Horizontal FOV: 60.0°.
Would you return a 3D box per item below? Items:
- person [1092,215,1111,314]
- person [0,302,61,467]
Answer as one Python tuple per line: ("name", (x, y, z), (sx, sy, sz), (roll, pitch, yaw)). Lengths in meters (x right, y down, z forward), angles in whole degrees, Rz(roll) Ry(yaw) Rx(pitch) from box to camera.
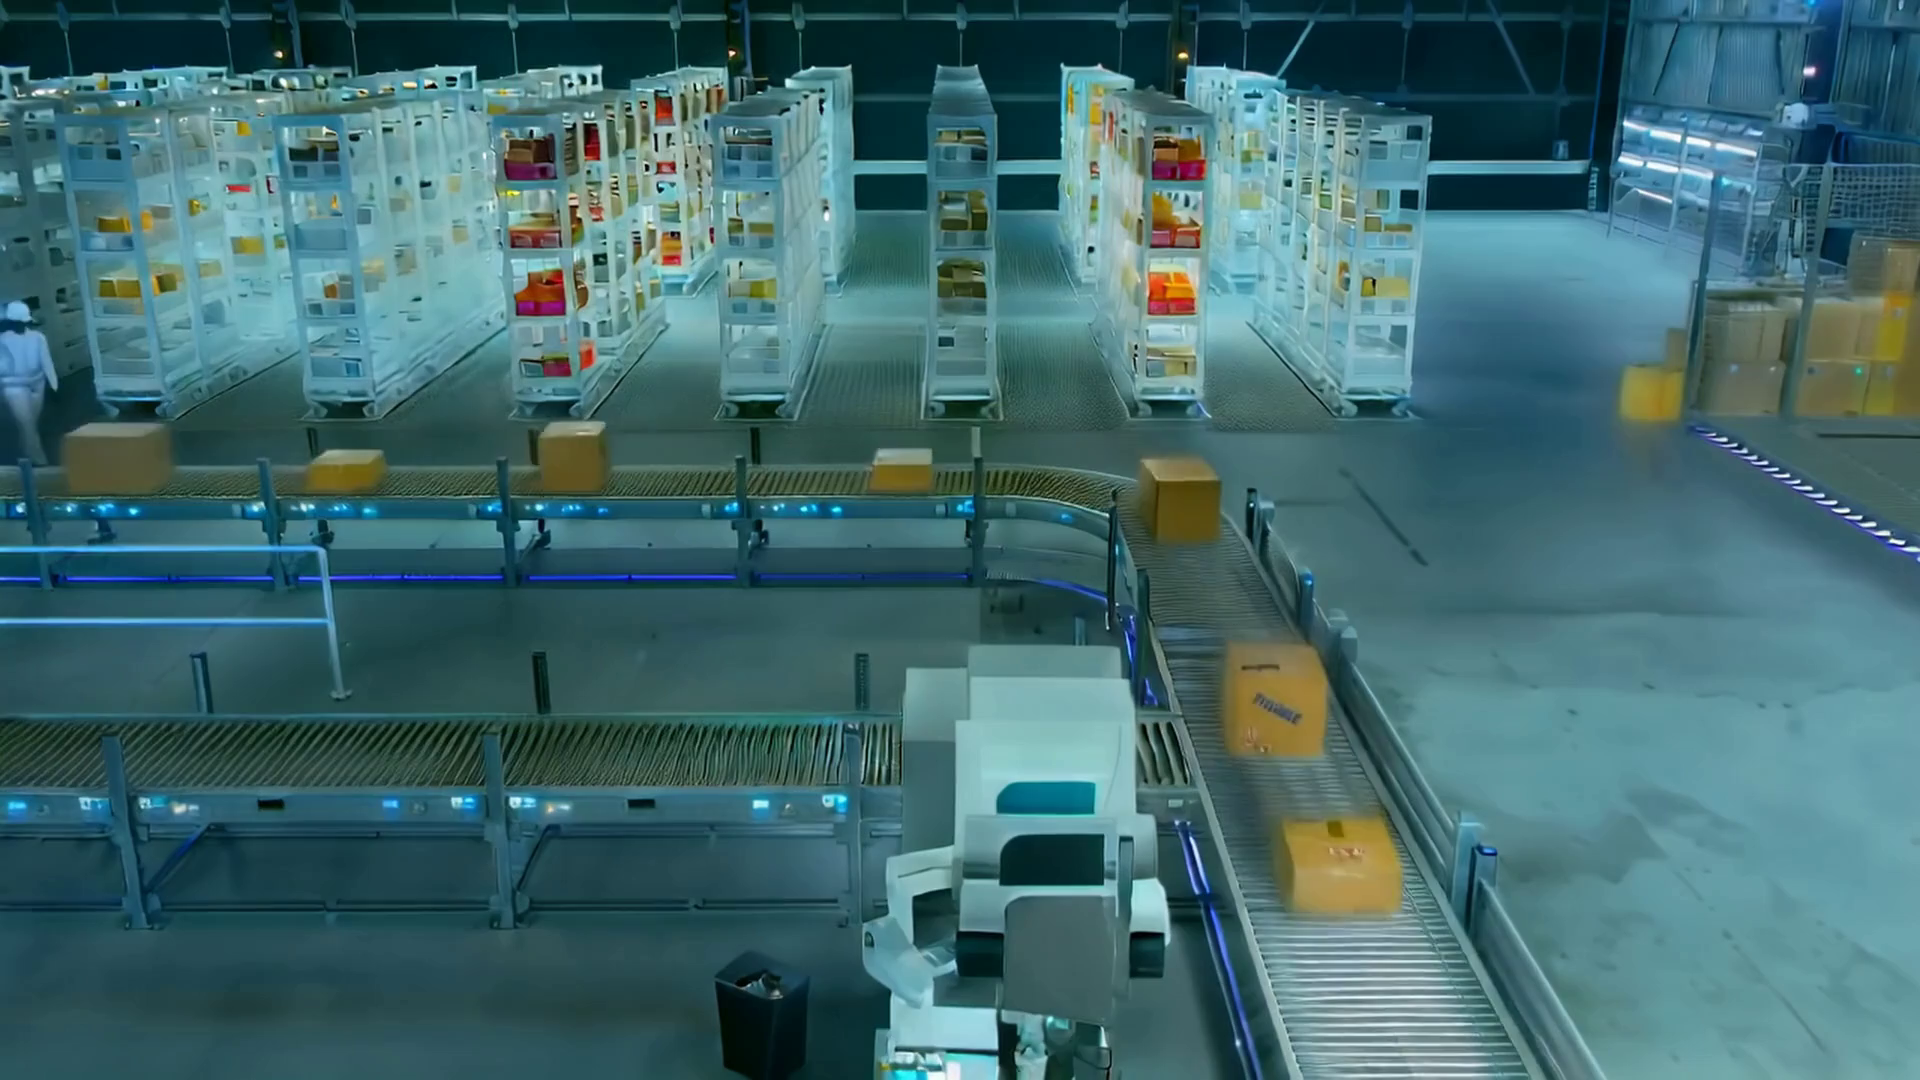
("person", (2.341, -4.499, 26.528), (0.565, 1.837, 0.382), (12, 21, 33))
("person", (-9.760, -1.556, 17.386), (1.034, 1.886, 0.613), (11, 21, 30))
